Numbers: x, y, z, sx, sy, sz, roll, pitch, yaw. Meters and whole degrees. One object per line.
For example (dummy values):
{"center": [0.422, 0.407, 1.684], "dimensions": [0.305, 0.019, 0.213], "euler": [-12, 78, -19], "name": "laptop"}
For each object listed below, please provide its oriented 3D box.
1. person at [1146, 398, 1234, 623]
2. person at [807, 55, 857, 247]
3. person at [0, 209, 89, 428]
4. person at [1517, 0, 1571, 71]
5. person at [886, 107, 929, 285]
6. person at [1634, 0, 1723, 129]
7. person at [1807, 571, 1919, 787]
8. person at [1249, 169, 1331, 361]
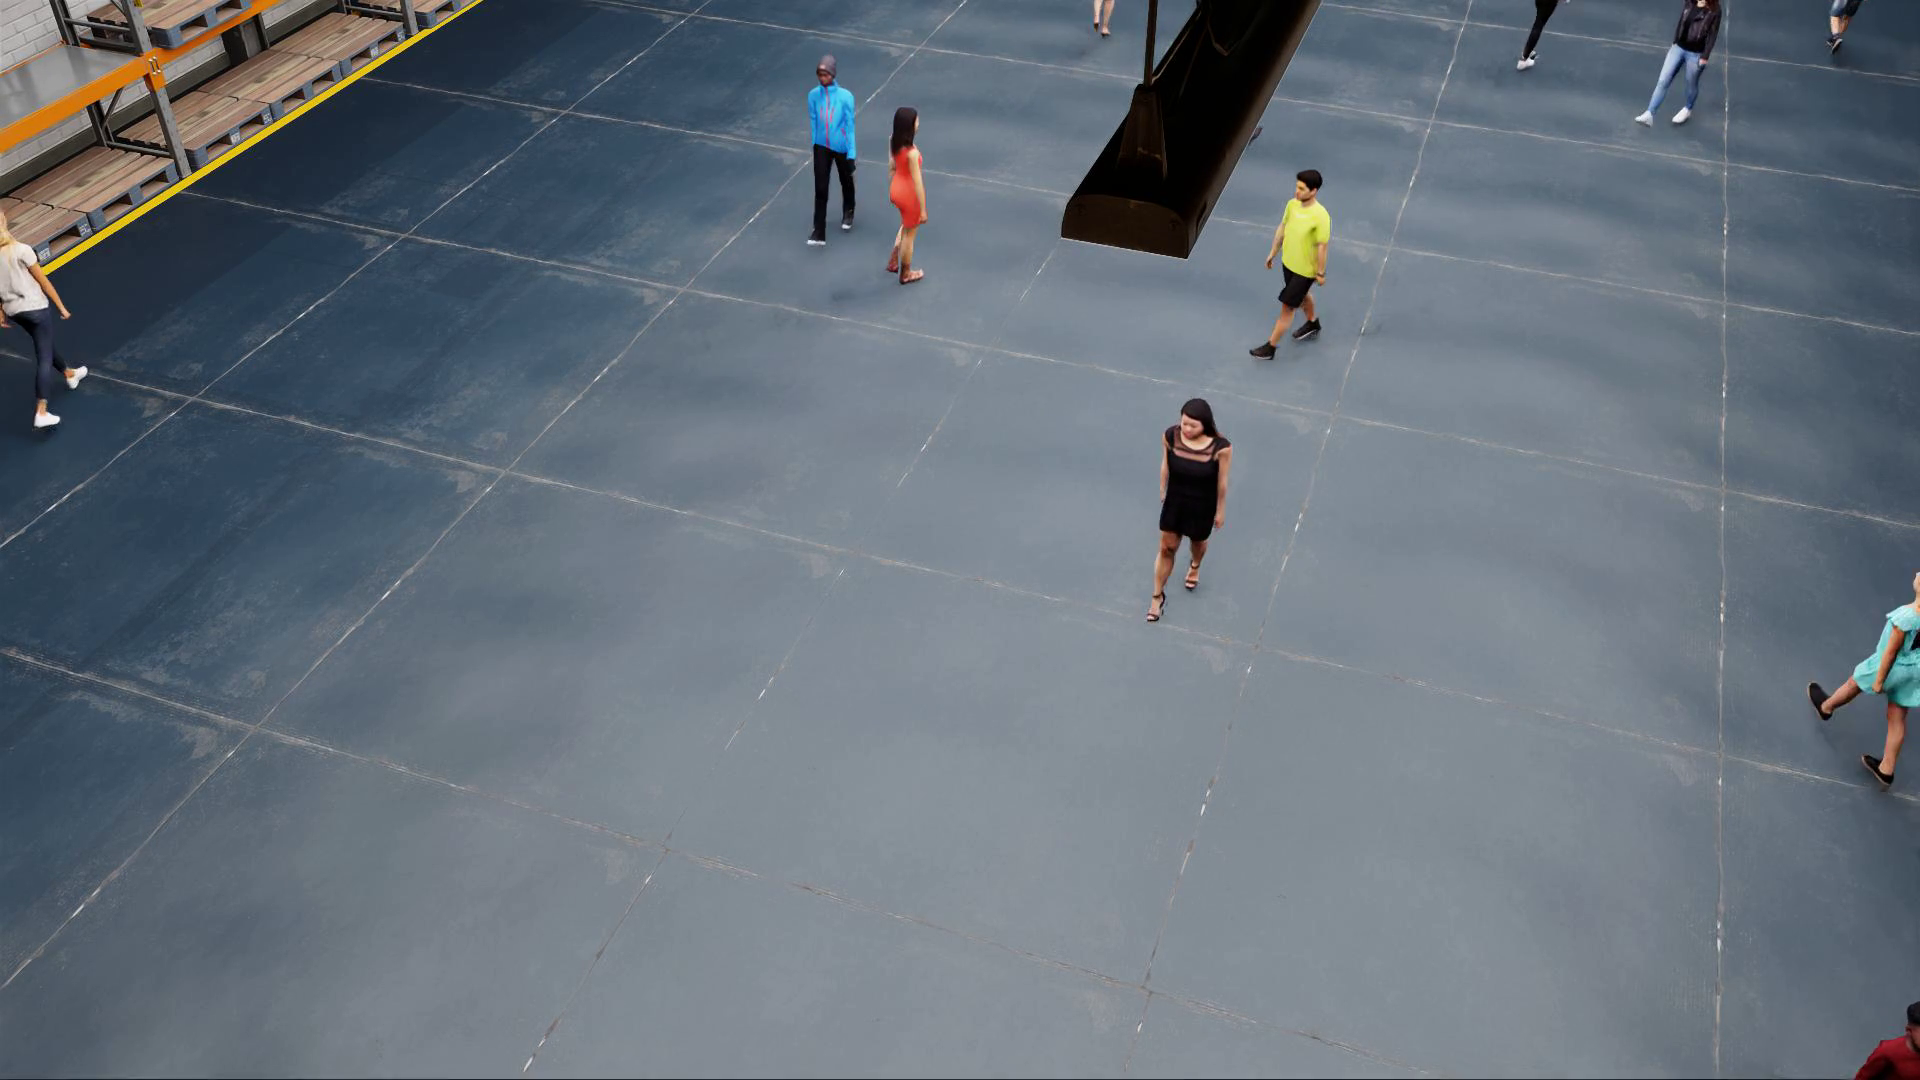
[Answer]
{"center": [1.606, -0.286, 11.347], "dimensions": [0.675, 1.682, 0.942], "euler": [13, 41, 16], "name": "person"}
{"center": [-1.135, -3.674, 15.539], "dimensions": [0.731, 1.745, 1.140], "euler": [7, 39, 9], "name": "person"}
{"center": [-7.359, -1.725, 13.080], "dimensions": [0.870, 1.768, 1.254], "euler": [2, 39, 3], "name": "person"}
{"center": [6.497, -6.080, 18.565], "dimensions": [0.776, 1.729, 0.724], "euler": [-28, 46, -30], "name": "person"}
{"center": [-0.544, -3.012, 14.740], "dimensions": [0.797, 1.709, 0.750], "euler": [-21, 43, -25], "name": "person"}
{"center": [7.709, -5.114, 17.460], "dimensions": [1.167, 1.597, 1.018], "euler": [-25, 45, -28], "name": "person"}
{"center": [5.733, 0.830, 10.088], "dimensions": [0.890, 1.509, 1.111], "euler": [-7, 39, -8], "name": "person"}
{"center": [2.911, -2.345, 13.935], "dimensions": [1.147, 1.669, 1.070], "euler": [-18, 42, -21], "name": "person"}
